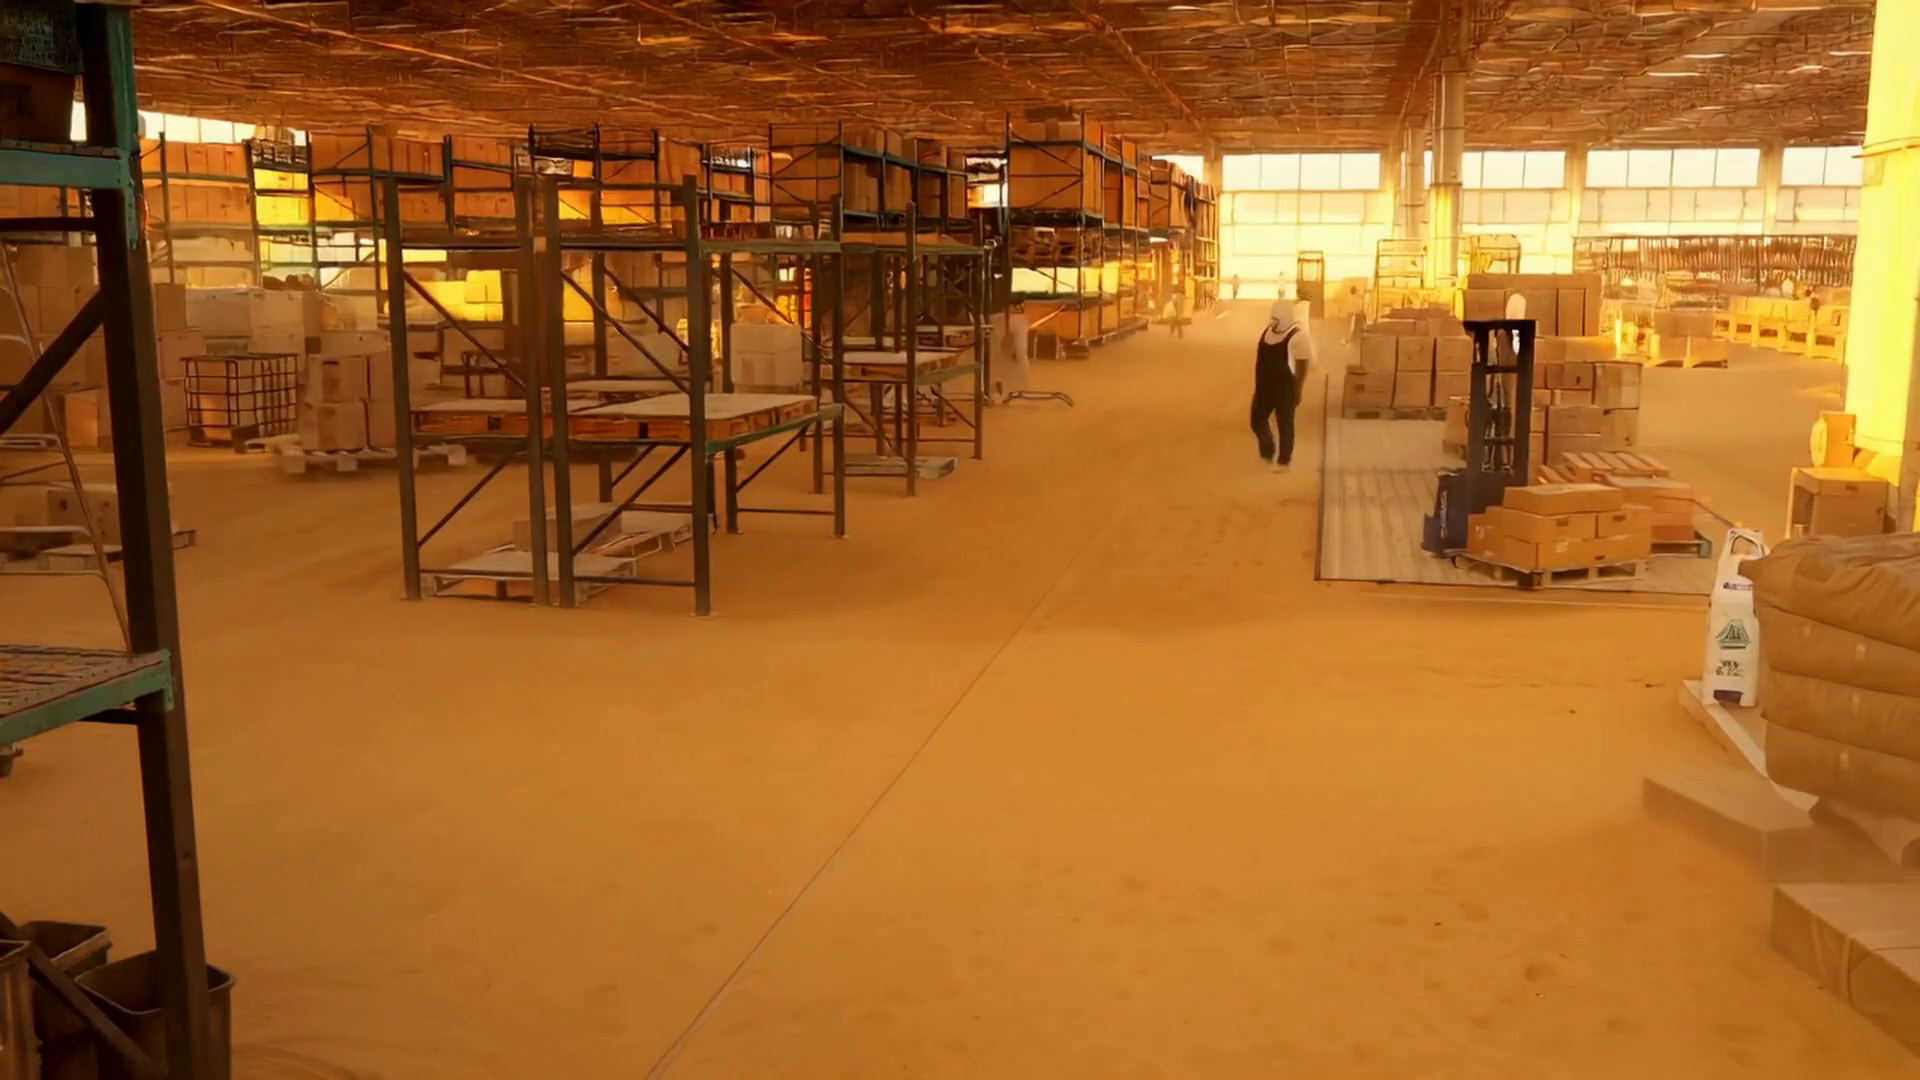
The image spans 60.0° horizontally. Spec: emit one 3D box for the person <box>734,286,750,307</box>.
[{"bbox_3d":[-6.694,-6.969,51.018,0.537,1.673,0.609,-1,10,-7],"label":"person"}]

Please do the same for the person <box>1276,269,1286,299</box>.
[{"bbox_3d":[16.655,-13.074,86.294,0.621,1.974,0.427,-3,10,-19],"label":"person"}]

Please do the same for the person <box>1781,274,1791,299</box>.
[{"bbox_3d":[35.810,-10.615,72.118,0.567,1.845,0.386,-8,13,-40],"label":"person"}]

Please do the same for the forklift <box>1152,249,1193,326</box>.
[{"bbox_3d":[7.646,-9.320,61.395,1.873,2.768,1.129,2,10,11],"label":"forklift"}]

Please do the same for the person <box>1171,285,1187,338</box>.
[{"bbox_3d":[6.891,-7.212,52.415,0.543,1.685,0.471,-3,10,-16],"label":"person"}]

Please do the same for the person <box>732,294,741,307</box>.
[{"bbox_3d":[-5.853,-5.482,42.428,0.526,1.605,0.806,-6,11,-32],"label":"person"}]

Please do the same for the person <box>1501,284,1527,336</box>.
[{"bbox_3d":[13.080,-5.125,39.486,0.684,1.882,0.706,-8,12,-39],"label":"person"}]

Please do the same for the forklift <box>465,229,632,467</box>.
[{"bbox_3d":[-5.068,-2.371,20.249,1.873,2.768,1.129,-5,11,-26],"label":"forklift"}]

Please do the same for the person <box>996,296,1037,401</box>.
[{"bbox_3d":[0.994,-3.346,29.081,0.749,1.846,0.526,4,10,24],"label":"person"}]

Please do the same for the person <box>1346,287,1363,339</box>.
[{"bbox_3d":[12.357,-7.110,52.067,0.503,1.613,0.737,4,10,23],"label":"person"}]

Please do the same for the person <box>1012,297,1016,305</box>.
[{"bbox_3d":[2.033,-8.361,59.014,0.534,1.766,0.318,9,13,42],"label":"person"}]

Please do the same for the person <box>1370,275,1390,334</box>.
[{"bbox_3d":[13.915,-7.754,54.794,0.946,1.986,0.649,-7,12,-35],"label":"person"}]

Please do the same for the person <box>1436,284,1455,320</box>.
[{"bbox_3d":[10.483,-4.587,36.132,0.613,1.944,0.843,-8,12,-39],"label":"person"}]

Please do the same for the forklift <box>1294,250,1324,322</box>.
[{"bbox_3d":[13.778,-10.002,65.433,1.129,2.768,1.873,2,10,12],"label":"forklift"}]

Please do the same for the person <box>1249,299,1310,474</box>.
[{"bbox_3d":[3.669,-1.780,19.227,0.536,2.000,0.709,-9,13,-44],"label":"person"}]

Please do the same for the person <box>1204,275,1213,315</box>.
[{"bbox_3d":[11.110,-10.963,74.420,0.327,1.769,0.525,-6,12,-34],"label":"person"}]

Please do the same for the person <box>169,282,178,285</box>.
[{"bbox_3d":[-17.571,-4.822,37.465,0.927,1.953,0.632,1,10,3],"label":"person"}]

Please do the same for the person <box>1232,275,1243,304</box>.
[{"bbox_3d":[15.173,-13.700,91.136,0.509,1.584,0.881,-6,11,-31],"label":"person"}]

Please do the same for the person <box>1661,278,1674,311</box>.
[{"bbox_3d":[24.699,-8.226,58.058,0.403,1.821,0.595,7,12,37],"label":"person"}]

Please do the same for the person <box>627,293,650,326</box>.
[{"bbox_3d":[-6.203,-3.824,31.976,0.477,1.826,0.621,5,11,25],"label":"person"}]

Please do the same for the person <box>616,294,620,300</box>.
[{"bbox_3d":[-8.448,-5.242,40.945,0.527,1.630,0.314,0,10,0],"label":"person"}]

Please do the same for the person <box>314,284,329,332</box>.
[{"bbox_3d":[-14.617,-4.830,37.685,0.862,1.918,0.643,0,10,-1],"label":"person"}]

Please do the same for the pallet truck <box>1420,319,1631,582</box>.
[{"bbox_3d":[4.543,-0.757,13.299,0.823,1.965,1.885,-4,10,-22],"label":"pallet truck"}]

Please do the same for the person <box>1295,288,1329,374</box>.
[{"bbox_3d":[7.492,-4.507,35.899,0.993,1.863,0.609,-3,10,-17],"label":"person"}]

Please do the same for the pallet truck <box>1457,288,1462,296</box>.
[{"bbox_3d":[20.506,-9.785,68.819,0.653,1.274,1.630,2,10,12],"label":"pallet truck"}]

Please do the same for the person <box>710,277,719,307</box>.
[{"bbox_3d":[-7.536,-7.060,50.803,0.366,1.936,0.630,-6,11,-32],"label":"person"}]
